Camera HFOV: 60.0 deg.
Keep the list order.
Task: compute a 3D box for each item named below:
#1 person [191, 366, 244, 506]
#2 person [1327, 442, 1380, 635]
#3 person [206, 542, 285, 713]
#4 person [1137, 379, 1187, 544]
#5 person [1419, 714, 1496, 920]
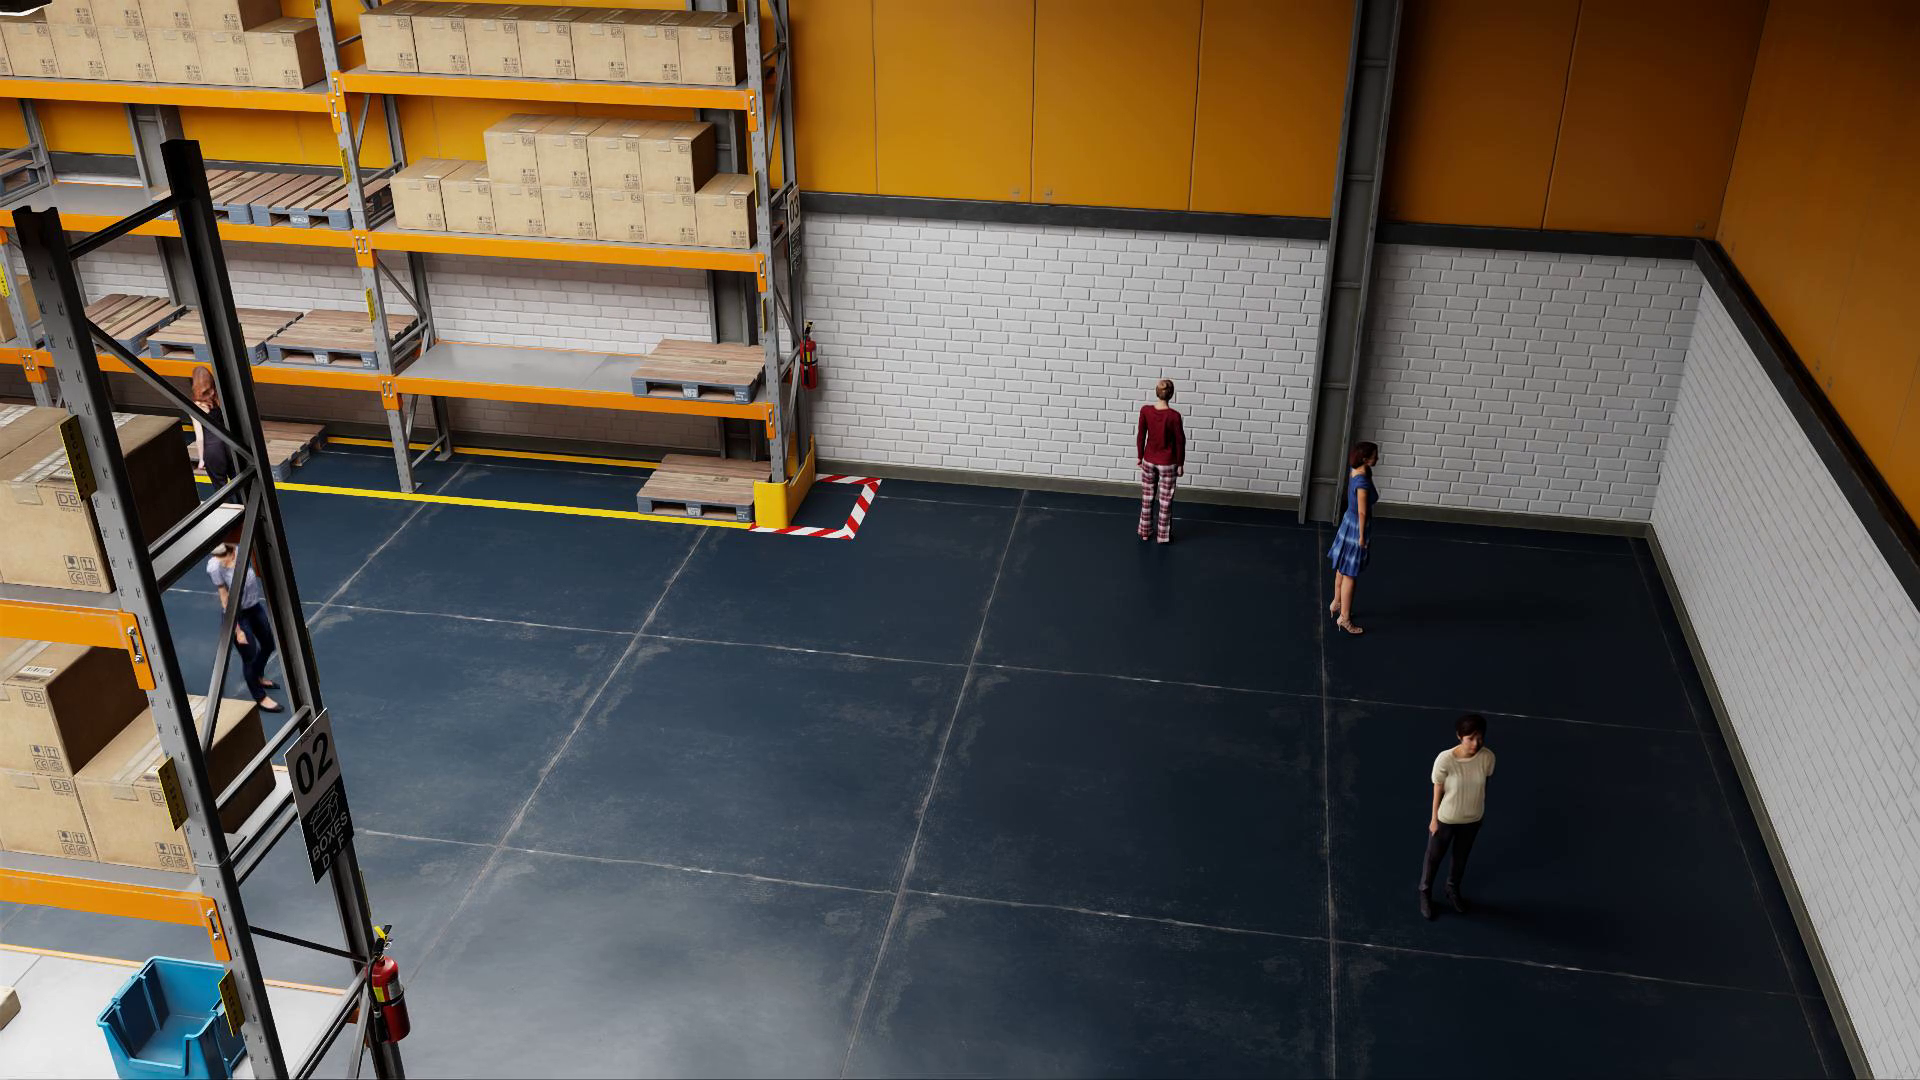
[{"bbox_3d":[-7.162,-0.872,16.107,0.648,1.748,0.653,17,33,29],"label":"person"},{"bbox_3d":[3.458,-0.038,14.518,0.627,1.806,0.706,0,29,-1],"label":"person"},{"bbox_3d":[-5.847,0.598,13.443,0.656,1.719,0.612,8,30,14],"label":"person"},{"bbox_3d":[1.920,-0.771,15.974,0.553,1.700,0.738,14,32,24],"label":"person"},{"bbox_3d":[3.363,1.861,11.265,0.543,1.587,0.710,-5,29,-9],"label":"person"}]
